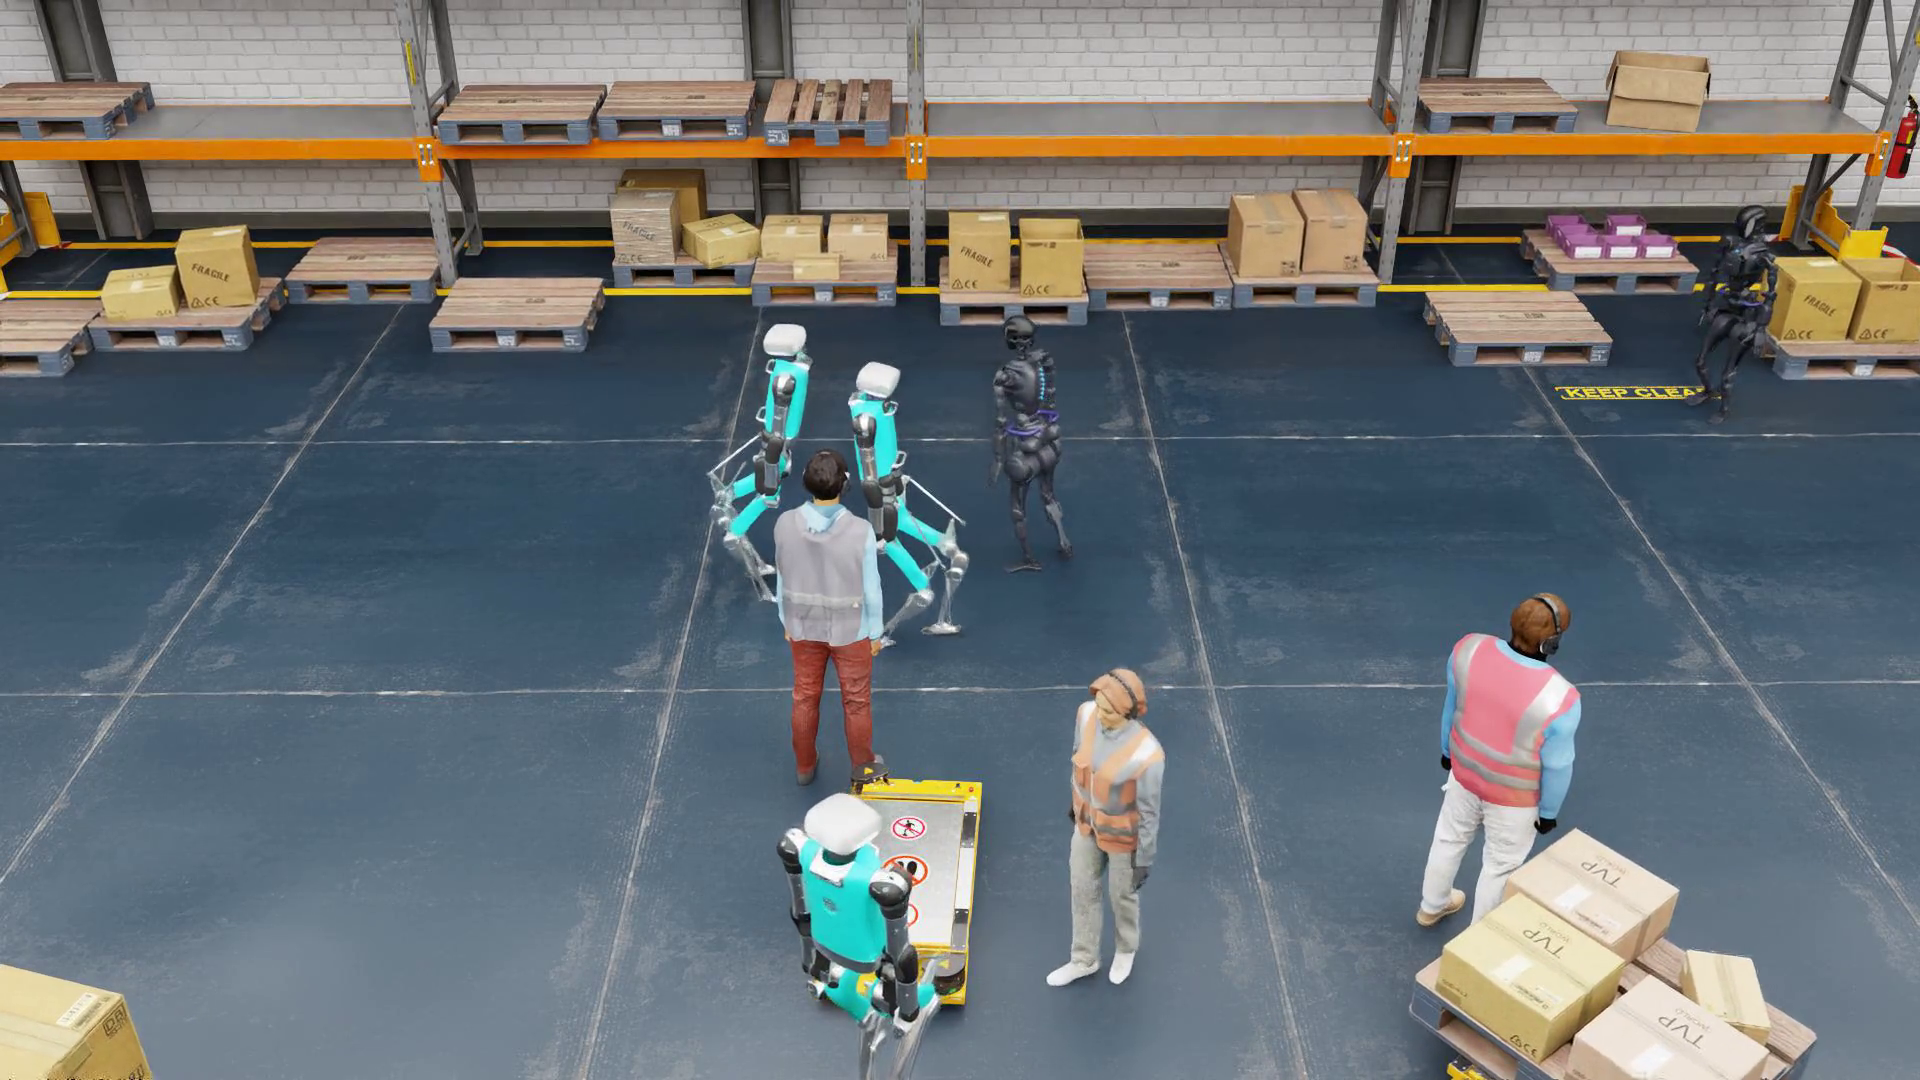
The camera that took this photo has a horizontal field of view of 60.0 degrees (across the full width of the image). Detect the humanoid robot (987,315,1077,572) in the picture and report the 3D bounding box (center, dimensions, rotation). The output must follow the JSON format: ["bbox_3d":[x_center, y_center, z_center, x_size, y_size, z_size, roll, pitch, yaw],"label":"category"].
[{"bbox_3d":[0.457,-0.552,9.970,0.466,1.646,0.590,23,38,33],"label":"humanoid robot"}]

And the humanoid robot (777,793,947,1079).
[{"bbox_3d":[-0.283,1.631,6.362,0.532,1.869,0.722,18,35,27],"label":"humanoid robot"}]

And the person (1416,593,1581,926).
[{"bbox_3d":[2.344,1.021,7.200,0.431,1.835,0.628,-22,37,-32],"label":"person"}]

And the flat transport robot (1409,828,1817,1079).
[{"bbox_3d":[2.616,2.147,6.836,1.431,0.231,0.659,-22,38,-32],"label":"flat transport robot"}]

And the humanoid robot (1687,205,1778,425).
[{"bbox_3d":[5.457,-1.576,11.680,0.408,1.642,0.616,-14,34,-21],"label":"humanoid robot"}]

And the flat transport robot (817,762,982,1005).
[{"bbox_3d":[-0.258,1.576,7.787,0.659,0.231,1.431,2,31,3],"label":"flat transport robot"}]

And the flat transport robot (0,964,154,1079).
[{"bbox_3d":[-3.487,2.609,6.067,1.431,0.231,0.659,9,32,14],"label":"flat transport robot"}]

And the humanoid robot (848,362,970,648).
[{"bbox_3d":[-0.198,-0.143,9.233,0.814,1.776,0.538,4,31,7],"label":"humanoid robot"}]

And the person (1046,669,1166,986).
[{"bbox_3d":[0.620,1.241,7.023,0.450,1.630,0.541,-22,38,-32],"label":"person"}]

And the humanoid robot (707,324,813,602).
[{"bbox_3d":[-1.225,-0.405,9.689,0.803,1.807,0.541,3,31,4],"label":"humanoid robot"}]

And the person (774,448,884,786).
[{"bbox_3d":[-0.642,0.432,8.141,0.535,1.870,0.417,7,32,12],"label":"person"}]
